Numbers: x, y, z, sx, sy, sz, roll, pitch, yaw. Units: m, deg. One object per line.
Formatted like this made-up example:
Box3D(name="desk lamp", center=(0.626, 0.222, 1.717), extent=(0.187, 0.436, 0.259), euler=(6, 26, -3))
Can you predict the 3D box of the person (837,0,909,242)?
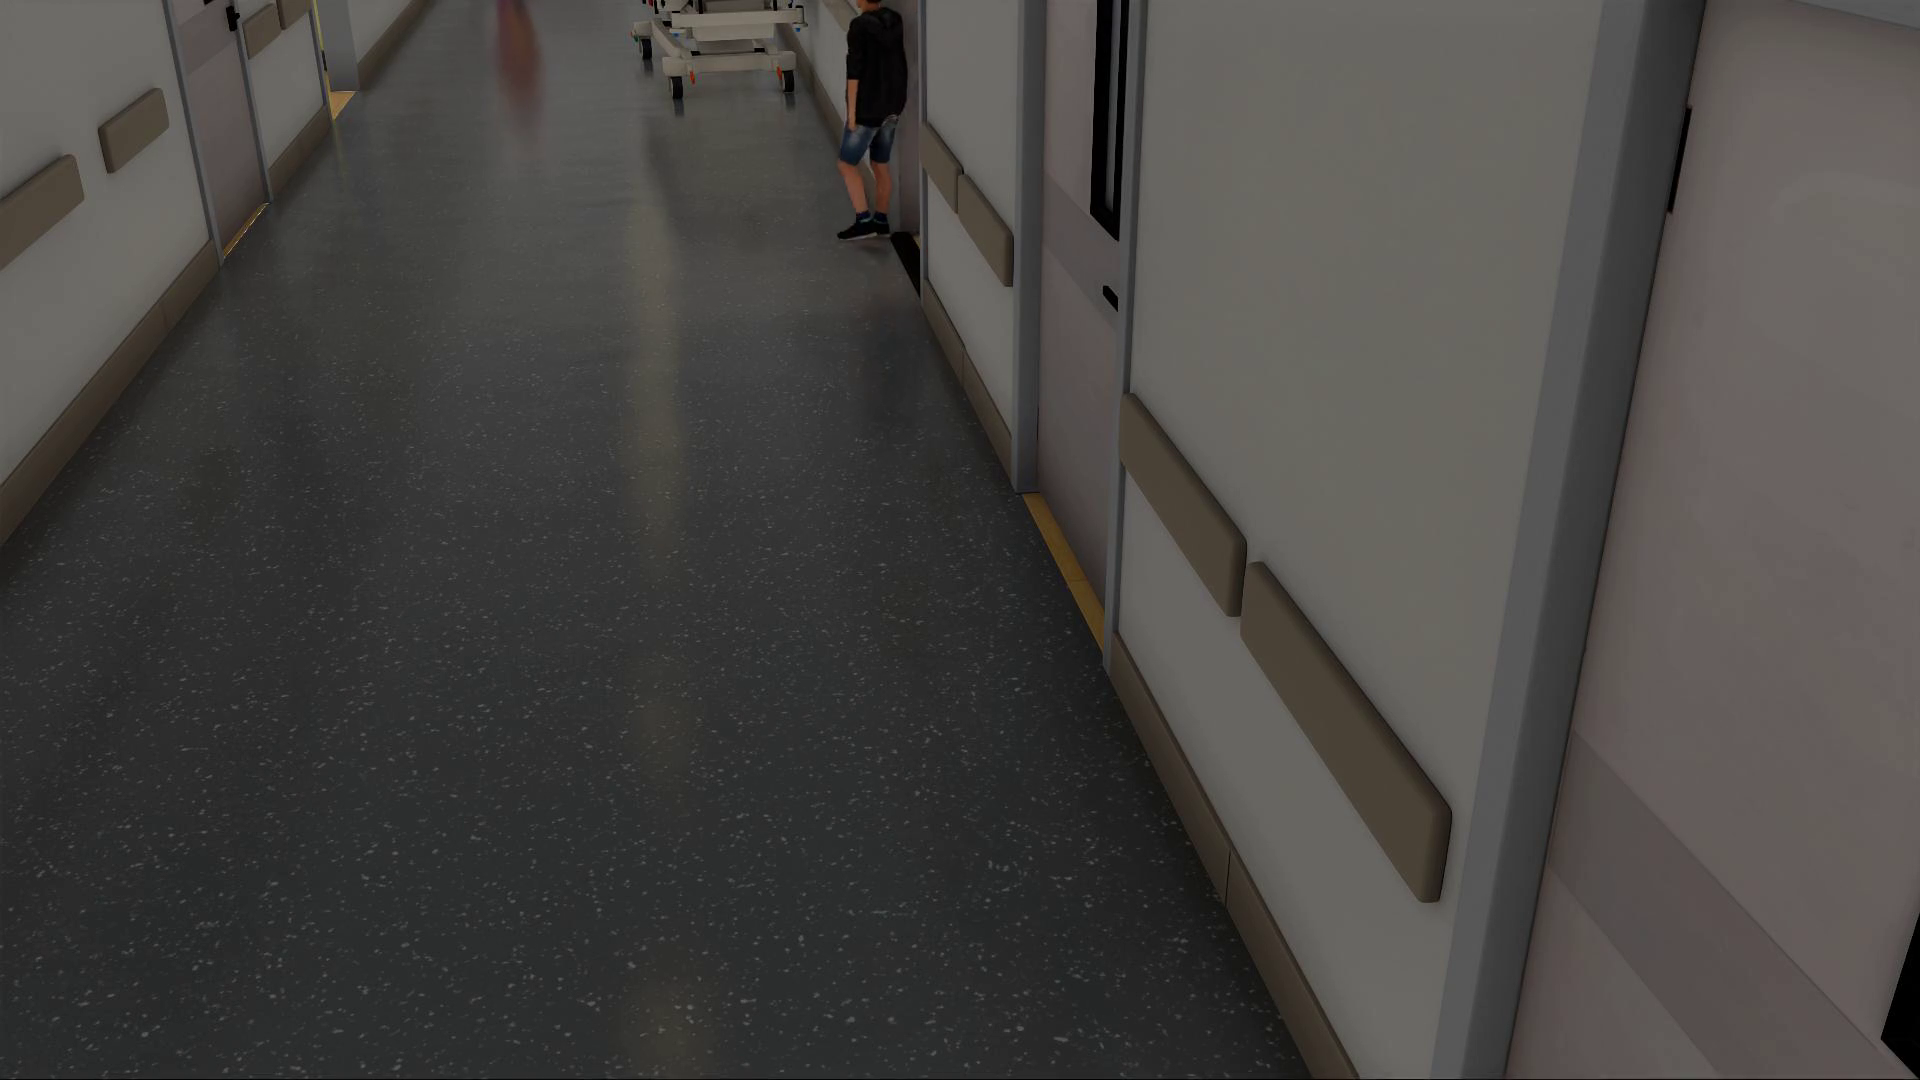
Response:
Box3D(name="person", center=(-0.415, -2.270, 8.703), extent=(0.732, 1.440, 0.661), euler=(20, 32, 35))
